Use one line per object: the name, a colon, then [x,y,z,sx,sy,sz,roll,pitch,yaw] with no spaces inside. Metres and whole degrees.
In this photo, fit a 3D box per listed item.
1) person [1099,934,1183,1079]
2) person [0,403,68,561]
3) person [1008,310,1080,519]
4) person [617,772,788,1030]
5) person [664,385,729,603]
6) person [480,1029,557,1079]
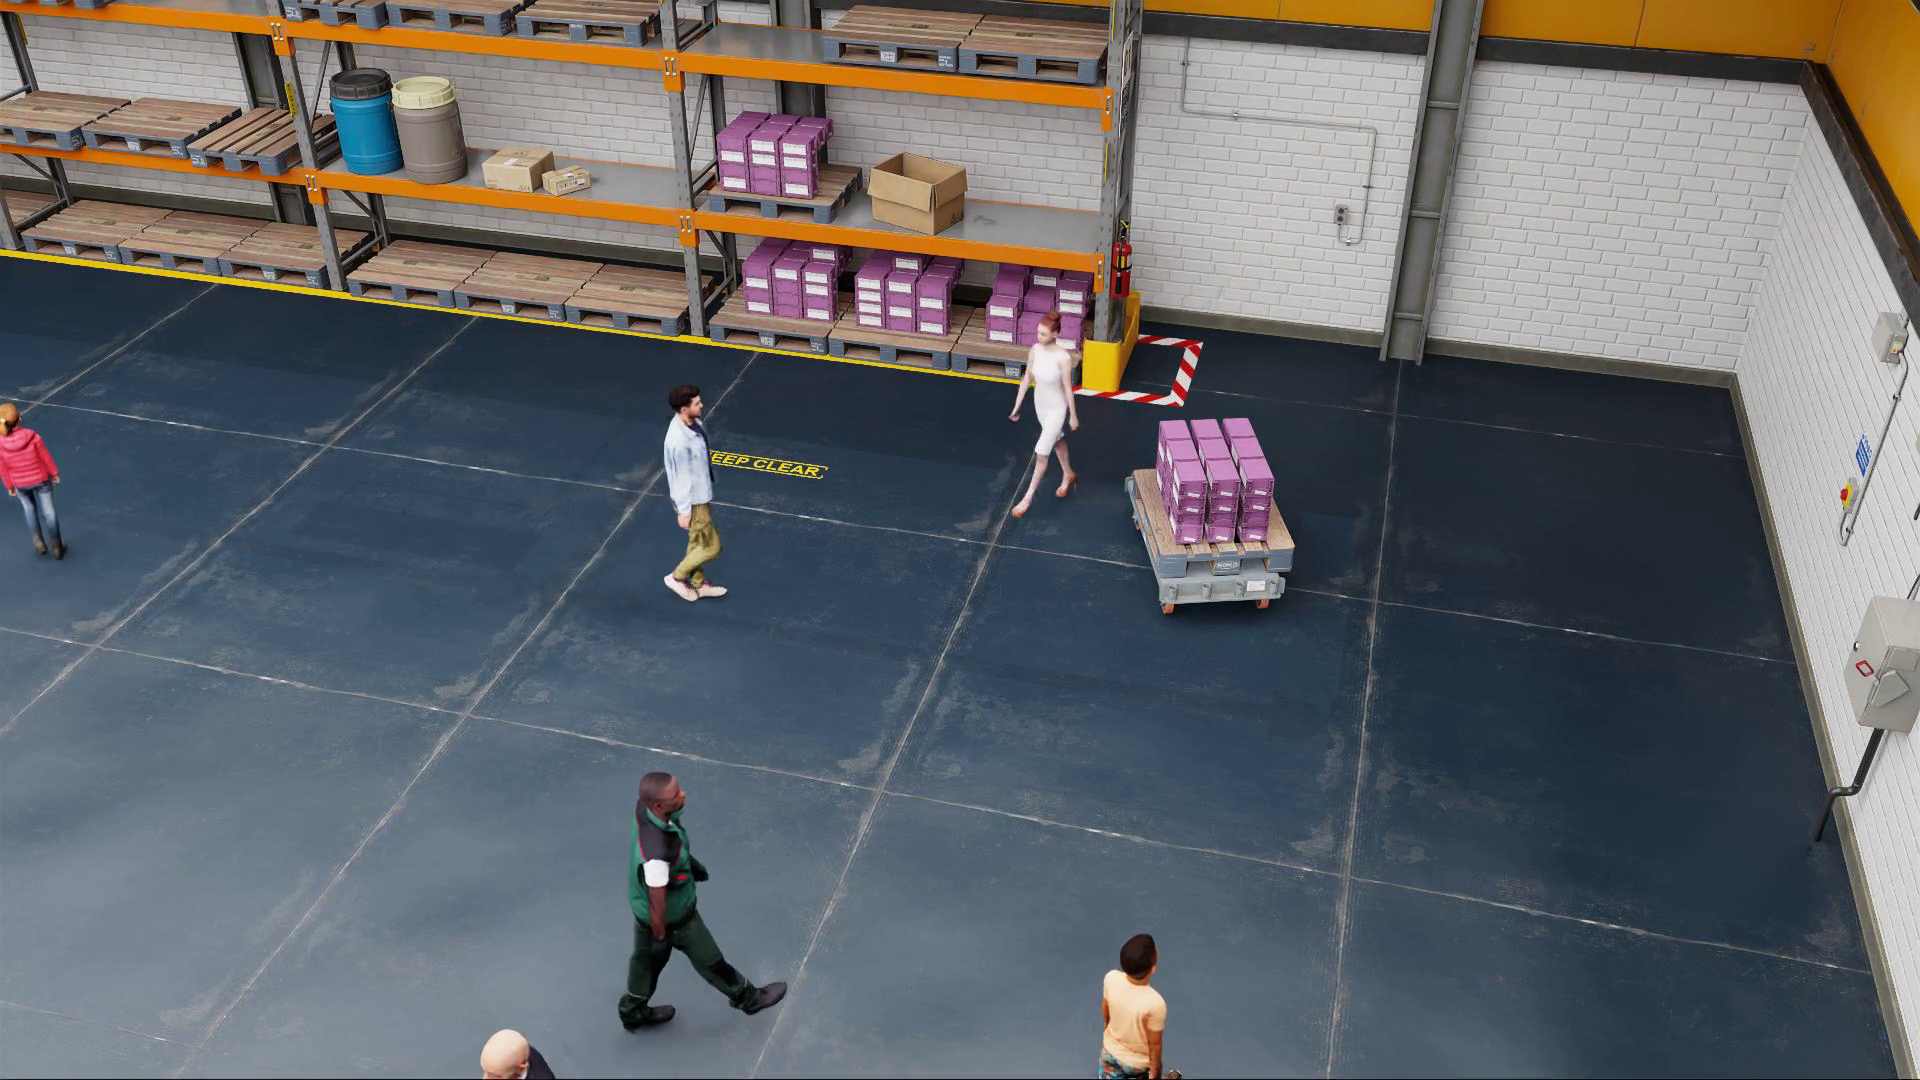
person: [0.796,2.566,8.168,0.956,1.428,0.807,21,39,29]
person: [-7.127,-0.412,12.757,0.575,1.308,0.664,-10,35,-15]
person: [0.809,-1.042,13.296,1.012,1.761,1.024,-24,40,-31]
person: [-1.635,1.947,8.772,1.263,1.791,1.064,-9,35,-13]
person: [-2.039,-0.306,12.152,0.810,1.801,0.797,0,34,0]
person: [-1.816,2.782,7.530,1.152,1.774,1.132,-21,39,-28]
